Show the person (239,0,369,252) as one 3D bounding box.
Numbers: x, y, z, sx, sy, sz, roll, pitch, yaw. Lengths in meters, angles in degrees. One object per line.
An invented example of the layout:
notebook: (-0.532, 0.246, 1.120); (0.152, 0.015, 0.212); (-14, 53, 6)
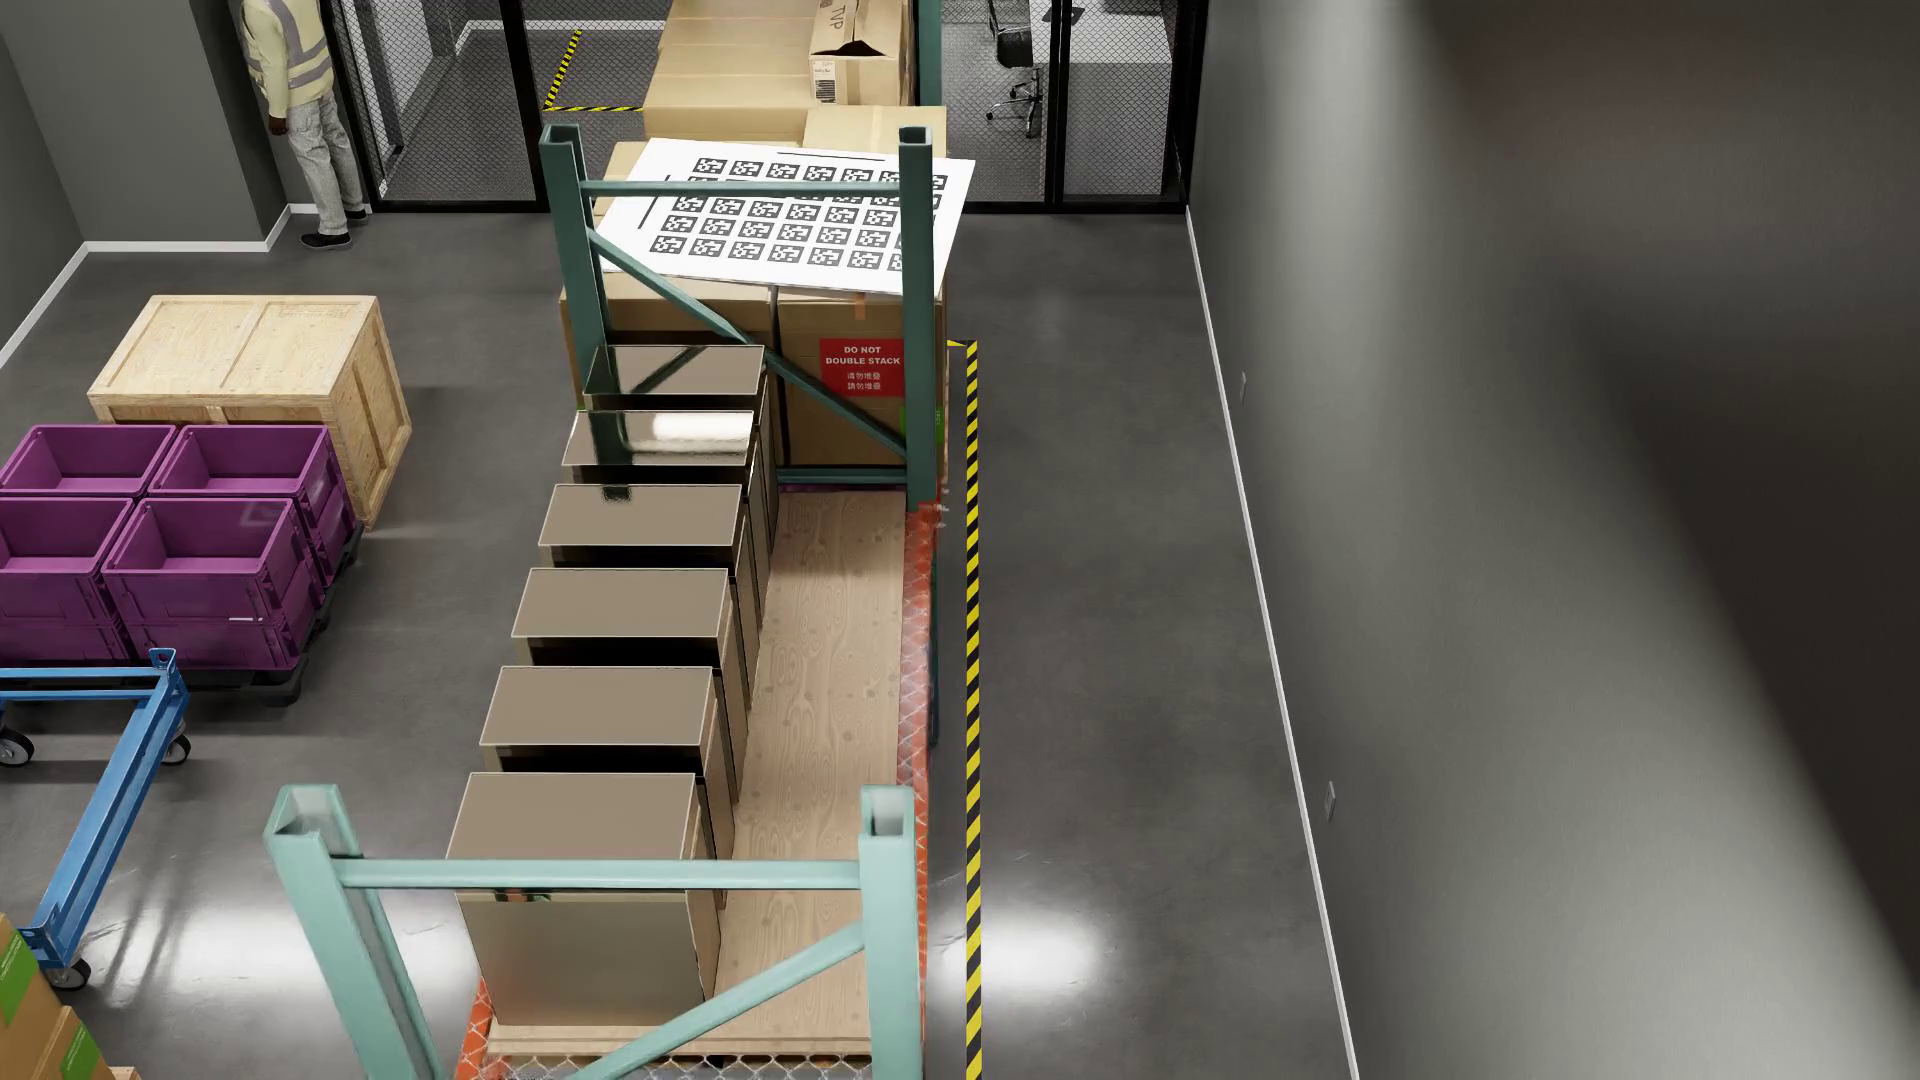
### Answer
person: (-3.479, -2.388, 8.694); (0.403, 1.834, 0.588); (5, 41, 6)
